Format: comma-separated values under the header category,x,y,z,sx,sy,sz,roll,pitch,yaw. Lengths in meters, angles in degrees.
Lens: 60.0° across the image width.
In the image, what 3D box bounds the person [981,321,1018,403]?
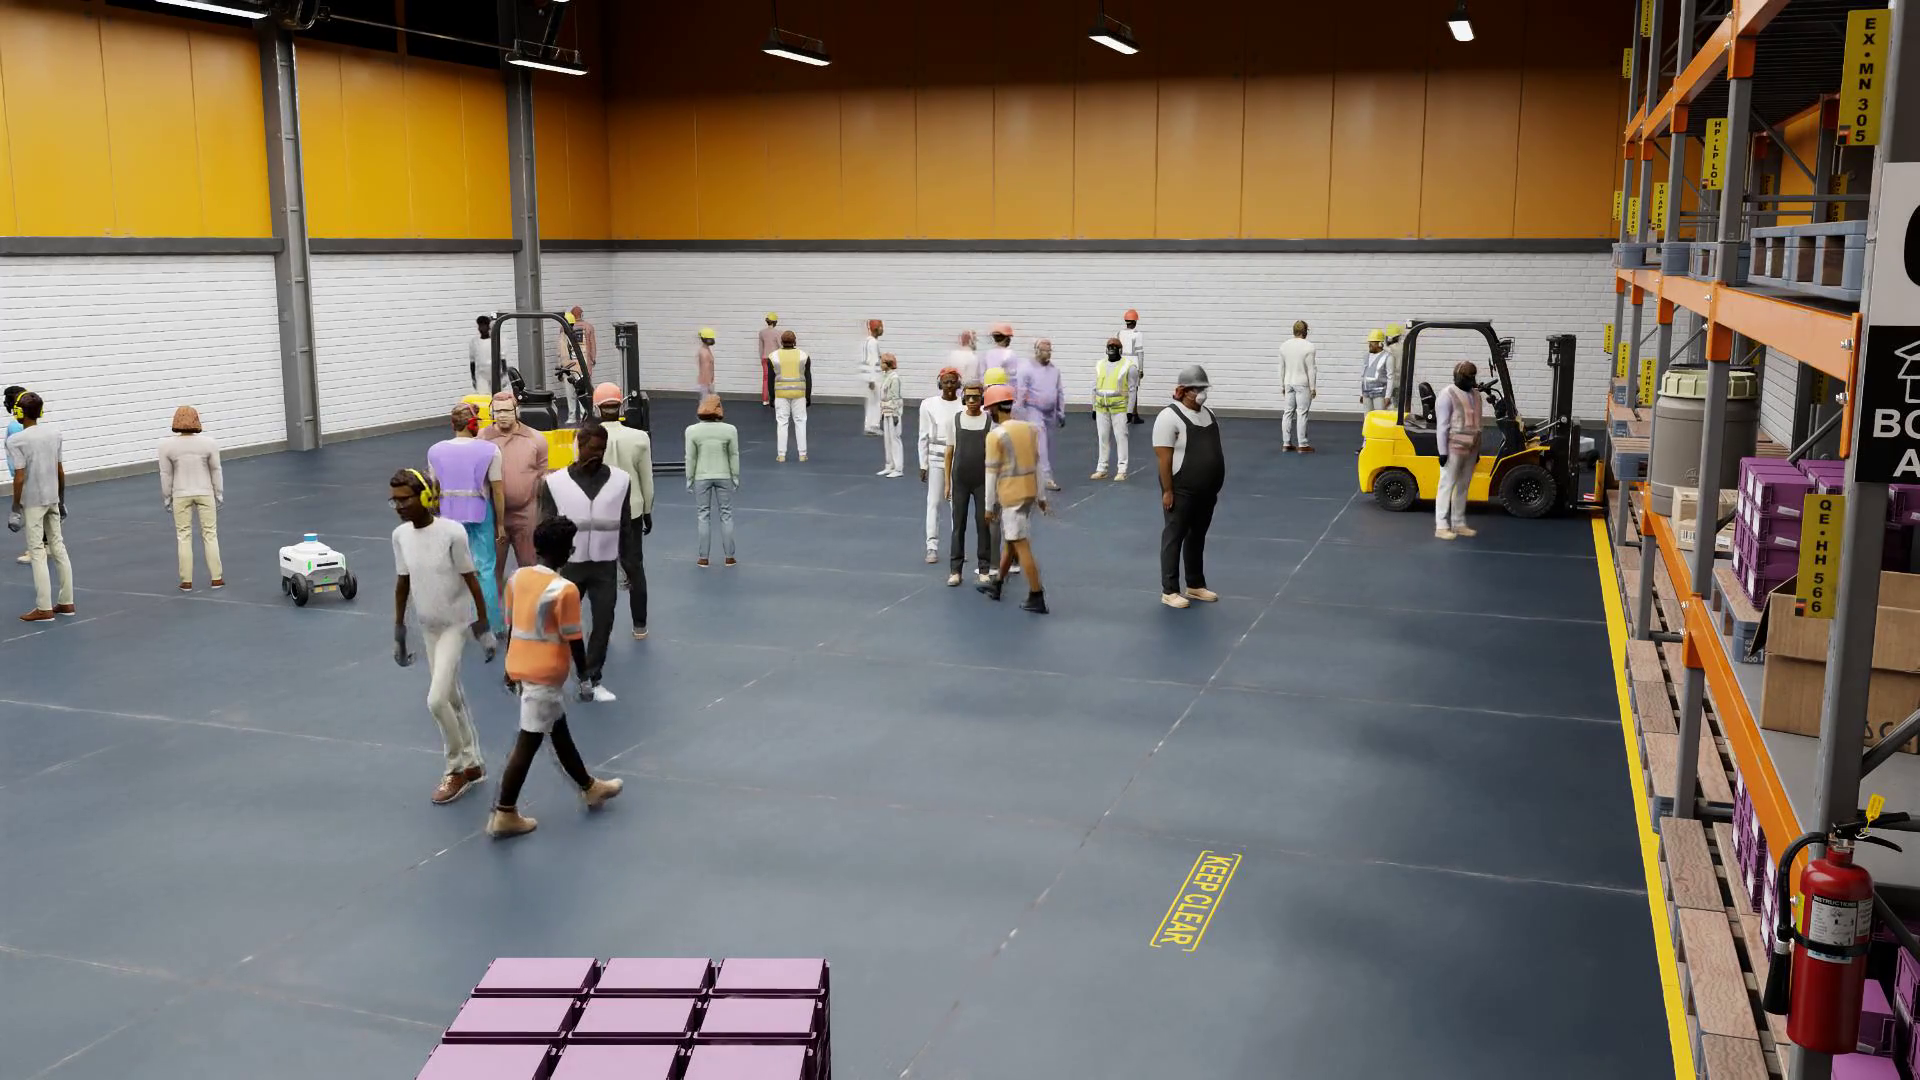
category,x,y,z,sx,sy,sz,roll,pitch,yaw
person,0.505,-1.887,22.123,0.615,2.027,0.609,-10,14,-44

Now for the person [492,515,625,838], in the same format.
category,x,y,z,sx,sy,sz,roll,pitch,yaw
person,-2.108,0.690,8.631,0.848,1.634,0.538,-9,14,-42

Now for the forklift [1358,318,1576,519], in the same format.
category,x,y,z,sx,sy,sz,roll,pitch,yaw
forklift,5.787,-1.437,19.079,2.313,2.155,1.214,3,11,19

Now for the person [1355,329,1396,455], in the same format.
category,x,y,z,sx,sy,sz,roll,pitch,yaw
person,5.957,-2.110,23.887,0.404,1.830,0.603,-6,12,-30

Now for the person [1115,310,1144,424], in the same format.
category,x,y,z,sx,sy,sz,roll,pitch,yaw
person,2.892,-2.937,28.250,0.542,1.938,0.357,7,13,36

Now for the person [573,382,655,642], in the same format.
category,x,y,z,sx,sy,sz,roll,pitch,yaw
person,-2.644,-0.209,12.731,0.610,1.993,0.380,-4,11,-23

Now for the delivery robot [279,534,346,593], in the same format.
category,x,y,z,sx,sy,sz,roll,pitch,yaw
delivery robot,-5.561,0.189,14.274,0.477,0.478,0.707,-9,13,-41

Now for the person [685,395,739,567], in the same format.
category,x,y,z,sx,sy,sz,roll,pitch,yaw
person,-2.337,-0.558,15.707,0.507,1.632,0.282,-2,10,-12

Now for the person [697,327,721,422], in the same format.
category,x,y,z,sx,sy,sz,roll,pitch,yaw
person,-3.915,-2.440,25.936,0.352,1.753,0.554,-1,10,-4

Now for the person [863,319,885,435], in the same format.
category,x,y,z,sx,sy,sz,roll,pitch,yaw
person,-1.316,-2.576,26.432,0.512,1.865,0.593,-1,10,-4

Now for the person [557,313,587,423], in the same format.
category,x,y,z,sx,sy,sz,roll,pitch,yaw
person,-6.484,-2.835,27.768,0.600,1.913,0.429,6,12,30

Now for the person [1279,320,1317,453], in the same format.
category,x,y,z,sx,sy,sz,roll,pitch,yaw
person,4.940,-2.238,24.307,0.370,1.941,0.627,-9,14,-43

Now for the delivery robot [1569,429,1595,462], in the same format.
category,x,y,z,sx,sy,sz,roll,pitch,yaw
delivery robot,8.230,-1.256,22.412,0.707,0.478,0.477,-8,13,-38

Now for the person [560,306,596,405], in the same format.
category,x,y,z,sx,sy,sz,roll,pitch,yaw
person,-7.038,-3.359,30.713,0.640,1.909,0.409,-2,10,-11

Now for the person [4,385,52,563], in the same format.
category,x,y,z,sx,sy,sz,roll,pitch,yaw
person,-8.944,-0.630,15.938,0.320,1.695,0.537,-2,10,-13

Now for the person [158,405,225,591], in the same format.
category,x,y,z,sx,sy,sz,roll,pitch,yaw
person,-6.747,-0.368,14.636,0.499,1.633,0.286,-4,11,-23

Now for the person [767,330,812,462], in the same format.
category,x,y,z,sx,sy,sz,roll,pitch,yaw
person,-2.388,-2.016,23.334,0.625,1.844,0.429,-2,10,-9

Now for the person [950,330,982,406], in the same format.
category,x,y,z,sx,sy,sz,roll,pitch,yaw
person,0.097,-1.989,23.152,0.980,1.860,0.659,-6,12,-30

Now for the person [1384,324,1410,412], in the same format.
category,x,y,z,sx,sy,sz,roll,pitch,yaw
person,6.794,-2.450,25.880,0.590,1.806,0.753,-7,12,-33

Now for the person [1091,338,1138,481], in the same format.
category,x,y,z,sx,sy,sz,roll,pitch,yaw
person,1.966,-1.682,21.446,0.625,1.847,0.429,7,12,33

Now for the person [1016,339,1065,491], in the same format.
category,x,y,z,sx,sy,sz,roll,pitch,yaw
person,1.038,-1.578,20.825,0.664,1.866,0.904,-8,13,-37

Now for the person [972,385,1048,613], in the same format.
category,x,y,z,sx,sy,sz,roll,pitch,yaw
person,0.379,-0.352,13.879,0.951,1.869,0.607,9,13,40

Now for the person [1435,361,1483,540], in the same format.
category,x,y,z,sx,sy,sz,roll,pitch,yaw
person,5.175,-0.928,17.214,0.633,1.840,0.429,-7,12,-36

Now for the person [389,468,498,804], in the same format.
category,x,y,z,sx,sy,sz,roll,pitch,yaw
person,-2.860,0.517,9.088,0.558,1.830,0.611,6,11,29

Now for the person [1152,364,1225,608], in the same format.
category,x,y,z,sx,sy,sz,roll,pitch,yaw
person,1.973,-0.461,14.016,0.683,2.000,0.538,-9,14,-42

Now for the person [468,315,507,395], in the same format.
category,x,y,z,sx,sy,sz,roll,pitch,yaw
person,-7.543,-2.637,26.614,0.602,1.924,0.997,-2,10,-10

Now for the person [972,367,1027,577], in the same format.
category,x,y,z,sx,sy,sz,roll,pitch,yaw
person,0.339,-0.620,15.239,0.590,1.923,0.383,-7,12,-34

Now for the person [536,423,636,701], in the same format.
category,x,y,z,sx,sy,sz,roll,pitch,yaw
person,-2.525,0.155,11.037,0.730,1.882,0.461,-4,11,-23

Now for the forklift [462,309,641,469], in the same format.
category,x,y,z,sx,sy,sz,roll,pitch,yaw
forklift,-5.354,-1.902,21.697,2.313,2.155,1.214,-2,10,-13

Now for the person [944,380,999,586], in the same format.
category,x,y,z,sx,sy,sz,roll,pitch,yaw
person,0.111,-0.503,14.804,0.506,1.847,0.343,0,10,3

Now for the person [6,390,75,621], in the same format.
category,x,y,z,sx,sy,sz,roll,pitch,yaw
person,-7.458,-0.272,13.444,0.329,1.868,0.512,3,11,18

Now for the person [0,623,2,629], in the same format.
category,x,y,z,sx,sy,sz,roll,pitch,yaw
person,-7.870,-0.226,12.976,0.627,1.941,0.371,6,11,28

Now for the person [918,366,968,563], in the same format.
category,x,y,z,sx,sy,sz,roll,pitch,yaw
person,-0.113,-0.720,15.917,0.572,1.883,0.354,-2,10,-9

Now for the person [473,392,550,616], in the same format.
category,x,y,z,sx,sy,sz,roll,pitch,yaw
person,-3.500,-0.200,12.926,0.653,1.906,0.408,-3,10,-15

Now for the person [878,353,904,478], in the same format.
category,x,y,z,sx,sy,sz,roll,pitch,yaw
person,-0.896,-1.632,21.769,0.318,1.631,0.527,-3,11,-17

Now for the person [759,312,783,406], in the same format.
category,x,y,z,sx,sy,sz,roll,pitch,yaw
person,-3.544,-3.410,31.399,0.534,1.767,0.314,5,11,26

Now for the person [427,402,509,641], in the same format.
category,x,y,z,sx,sy,sz,roll,pitch,yaw
person,-3.747,-0.122,12.665,0.564,1.841,0.394,0,10,2
